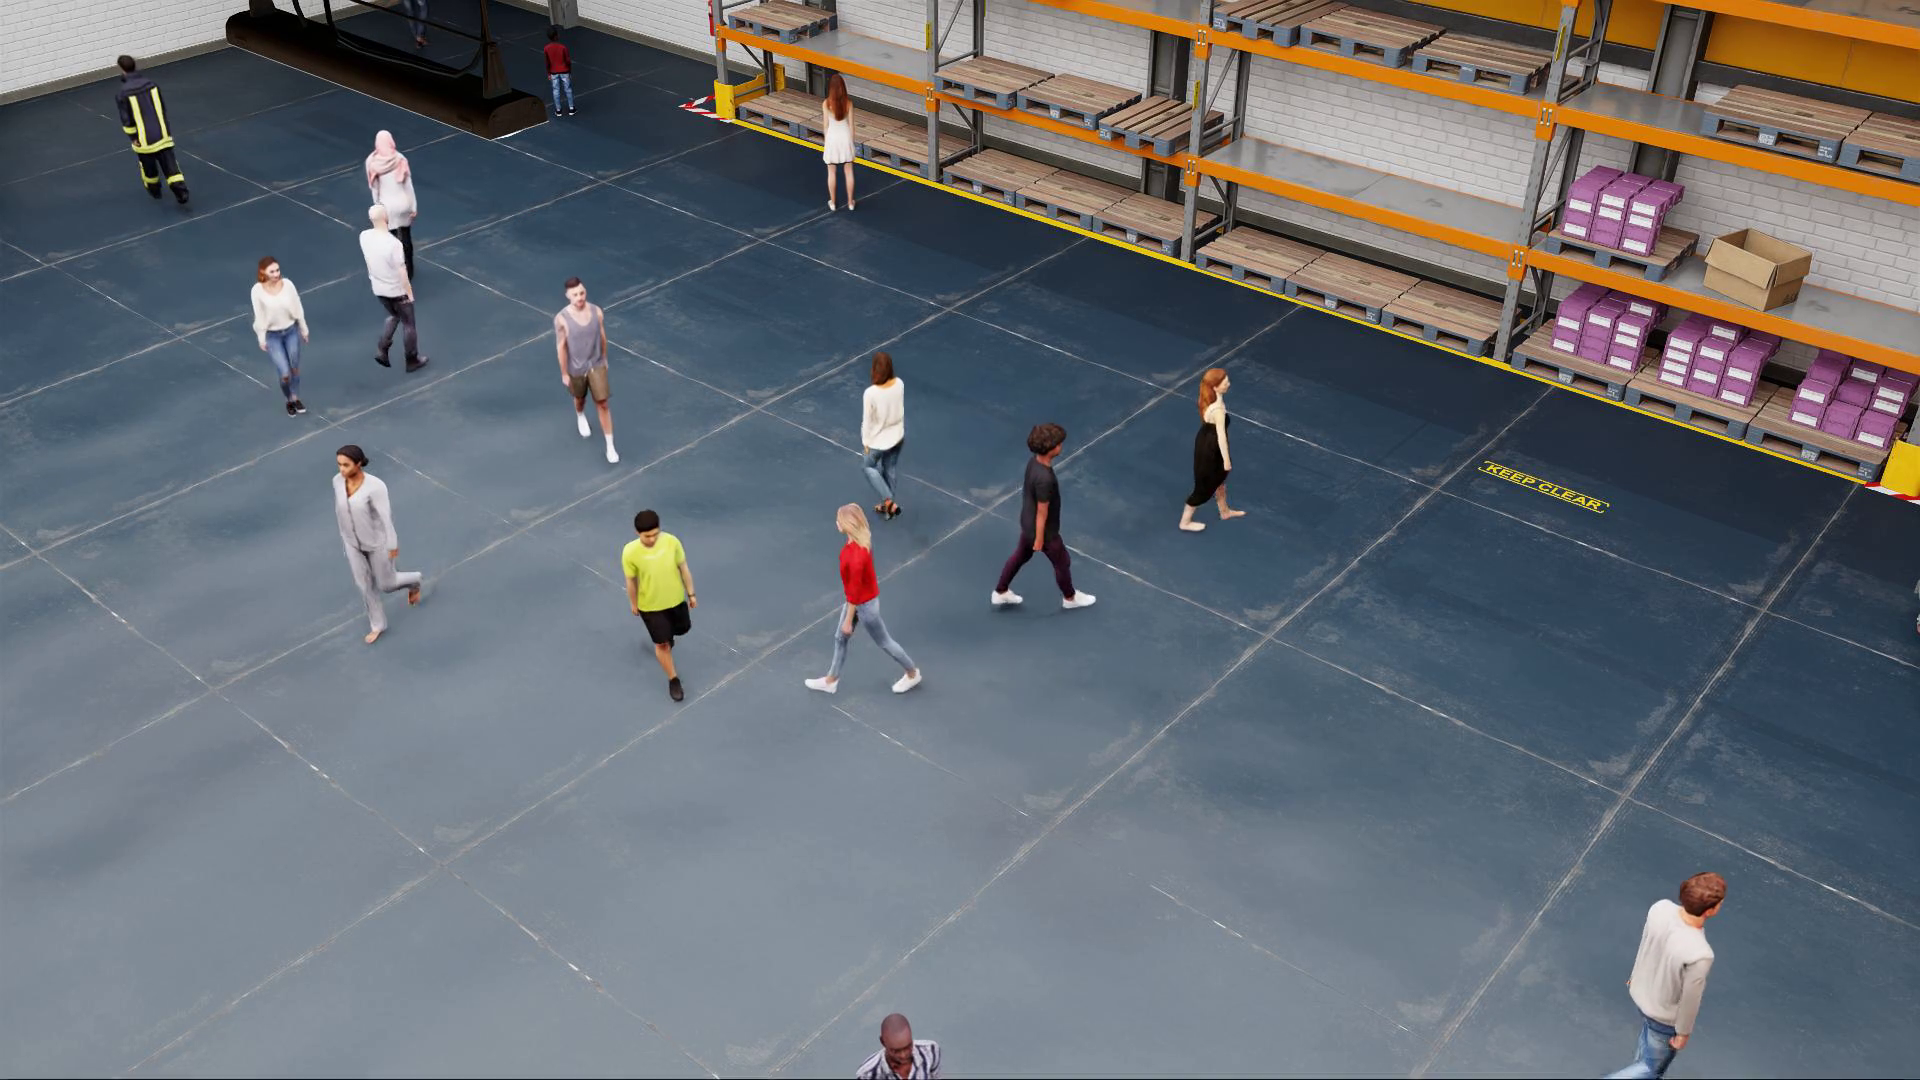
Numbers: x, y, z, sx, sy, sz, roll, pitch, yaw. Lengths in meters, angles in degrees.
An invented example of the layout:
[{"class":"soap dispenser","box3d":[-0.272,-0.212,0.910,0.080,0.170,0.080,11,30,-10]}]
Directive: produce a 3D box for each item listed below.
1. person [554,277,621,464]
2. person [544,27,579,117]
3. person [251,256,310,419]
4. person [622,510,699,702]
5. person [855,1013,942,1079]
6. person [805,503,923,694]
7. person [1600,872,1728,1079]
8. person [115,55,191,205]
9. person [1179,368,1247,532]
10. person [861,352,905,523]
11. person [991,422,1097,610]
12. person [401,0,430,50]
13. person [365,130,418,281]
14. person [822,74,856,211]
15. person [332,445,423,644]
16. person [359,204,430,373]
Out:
[{"class":"person","box3d":[-3.600,-1.691,15.884,1.002,1.800,1.295,-14,36,-20]},{"class":"person","box3d":[-5.753,-6.731,23.879,0.582,1.253,0.638,-4,34,-6]},{"class":"person","box3d":[-6.727,-2.034,16.430,0.681,1.677,0.662,-23,40,-30]},{"class":"person","box3d":[-2.314,0.403,12.762,0.908,1.679,1.105,-19,38,-26]},{"class":"person","box3d":[-0.311,3.073,8.642,0.689,1.794,0.658,-16,37,-23]},{"class":"person","box3d":[-0.658,0.503,12.636,1.194,1.652,1.134,-5,34,-7]},{"class":"person","box3d":[3.846,2.597,9.276,1.109,1.885,1.111,-7,34,-11]},{"class":"person","box3d":[-10.111,-5.104,20.855,0.836,1.891,1.224,-28,43,-35]},{"class":"person","box3d":[2.105,-0.772,14.599,0.954,1.601,0.886,-2,34,-3]},{"class":"person","box3d":[-0.623,-0.870,14.683,0.704,1.671,0.756,-22,40,-30]},{"class":"person","box3d":[0.577,-0.143,13.524,1.126,1.744,1.130,-7,34,-10]},{"class":"person","box3d":[-8.717,-8.681,26.275,0.813,1.849,0.882,0,34,0]},{"class":"person","box3d":[-6.411,-3.743,18.897,0.872,1.791,0.998,-11,35,-16]},{"class":"person","box3d":[-1.515,-4.979,20.831,0.643,1.709,0.698,-4,34,-6]},{"class":"person","box3d":[-4.713,-0.031,13.379,0.957,1.718,0.906,10,35,14]},{"class":"person","box3d":[-5.897,-2.530,17.048,0.823,1.819,0.842,16,37,22]}]
